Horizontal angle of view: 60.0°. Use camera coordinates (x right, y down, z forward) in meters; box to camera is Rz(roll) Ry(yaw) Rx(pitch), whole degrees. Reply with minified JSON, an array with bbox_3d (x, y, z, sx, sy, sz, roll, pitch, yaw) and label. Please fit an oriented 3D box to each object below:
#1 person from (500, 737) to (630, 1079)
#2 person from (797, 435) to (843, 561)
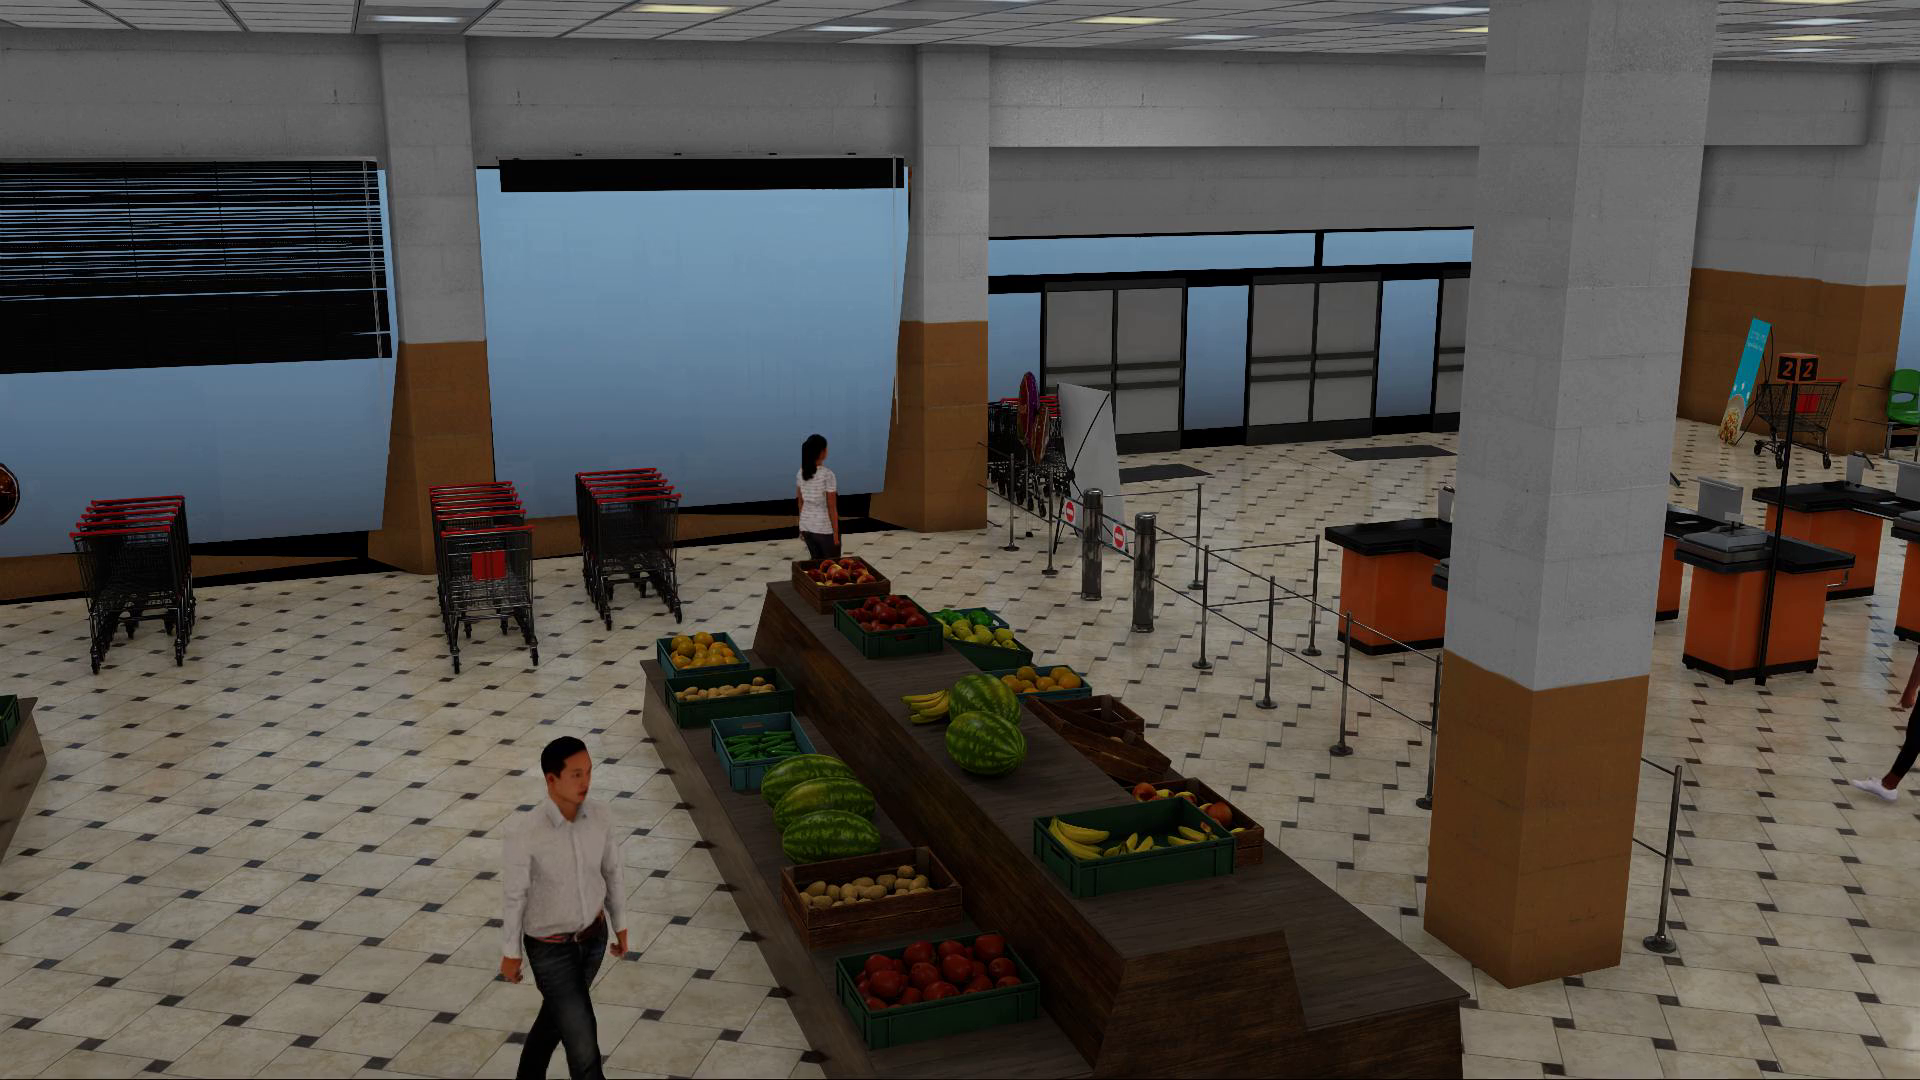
[{"bbox_3d":[-1.664,1.657,6.842,1.319,1.754,1.057,12,18,40],"label":"person"},{"bbox_3d":[-1.256,-0.067,14.218,0.858,1.628,0.876,10,17,35],"label":"person"}]
